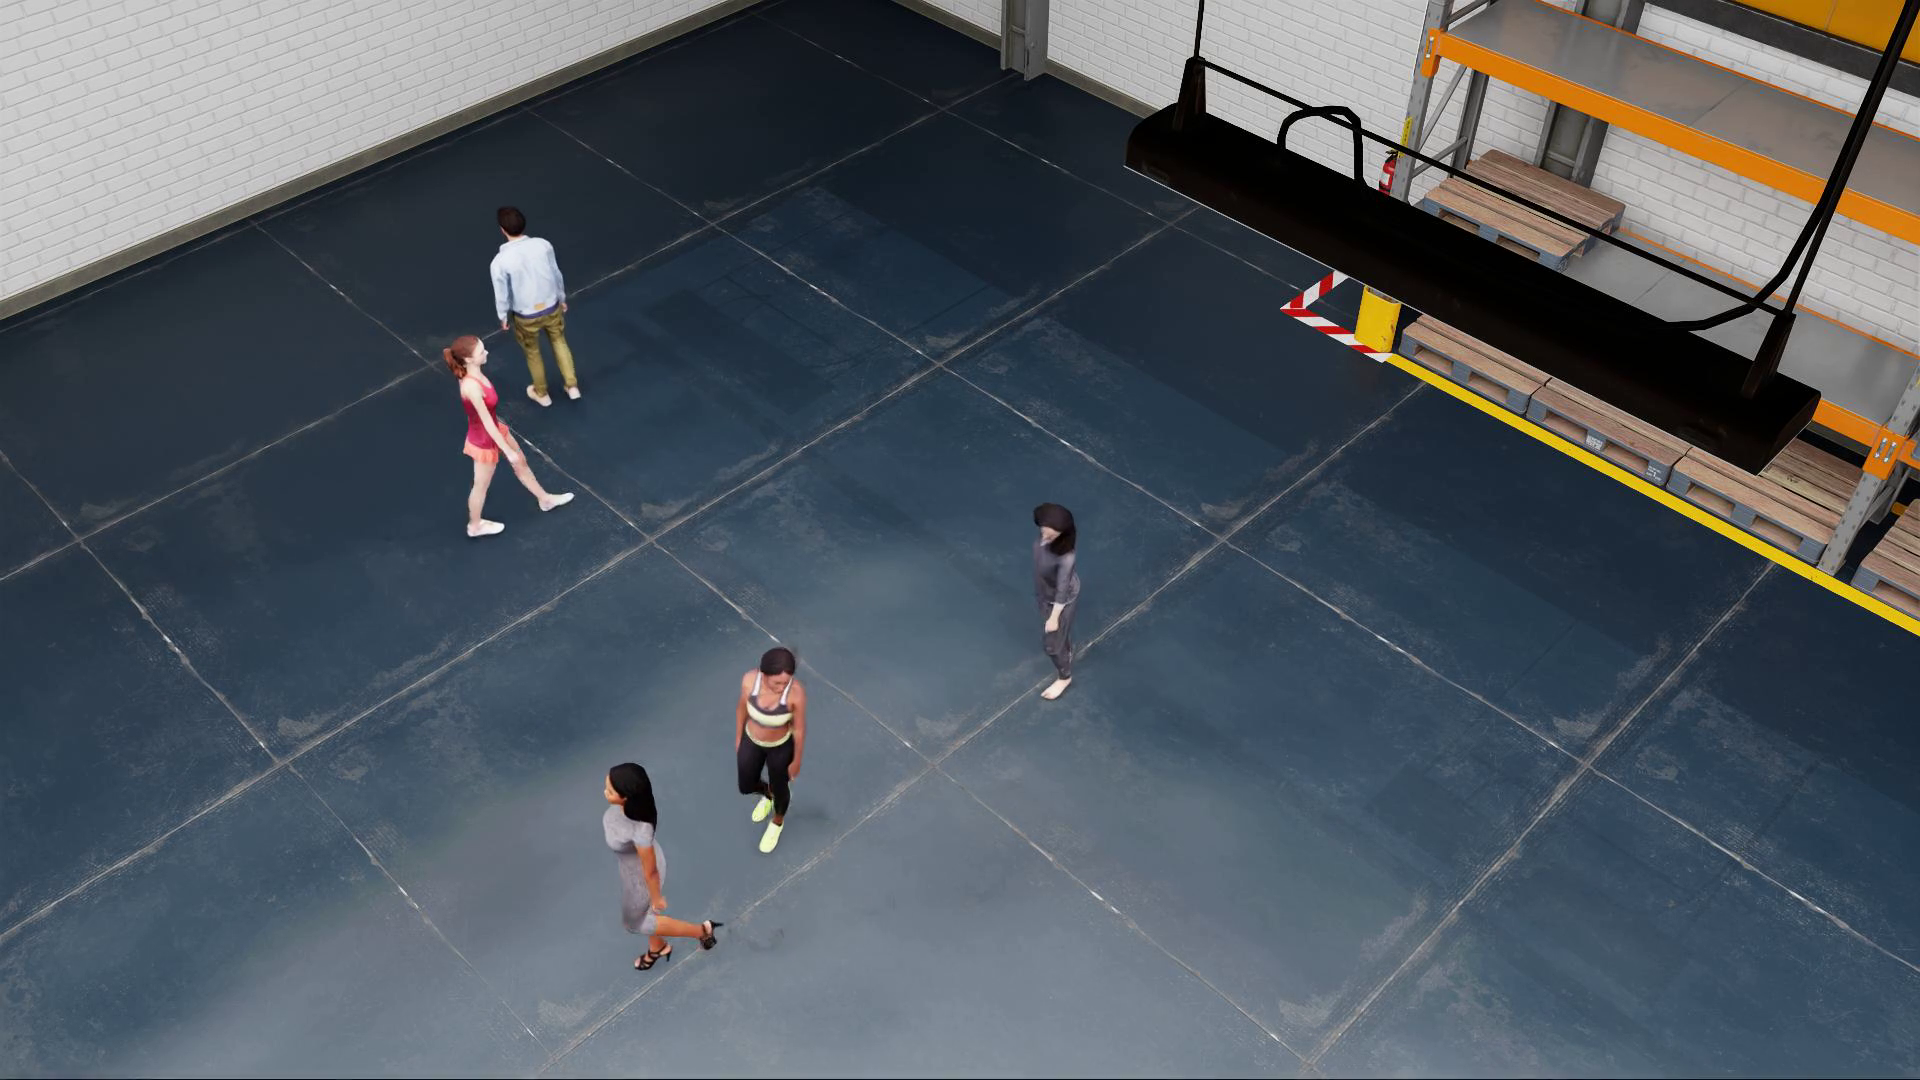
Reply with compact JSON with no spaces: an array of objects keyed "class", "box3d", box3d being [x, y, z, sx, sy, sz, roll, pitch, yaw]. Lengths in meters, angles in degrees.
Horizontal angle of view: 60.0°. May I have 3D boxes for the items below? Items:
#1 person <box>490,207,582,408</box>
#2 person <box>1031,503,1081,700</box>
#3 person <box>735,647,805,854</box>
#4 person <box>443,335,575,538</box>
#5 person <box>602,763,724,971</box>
[{"class":"person","box3d":[-3.270,-1.770,12.874,0.743,1.808,0.705,-27,50,-26]},{"class":"person","box3d":[0.652,0.331,10.732,0.938,1.721,0.805,1,44,1]},{"class":"person","box3d":[-1.085,1.182,9.828,0.727,1.736,0.801,20,47,20]},{"class":"person","box3d":[-3.446,-0.696,11.810,0.950,1.720,1.039,-9,44,-10]},{"class":"person","box3d":[-1.661,1.814,9.141,0.837,1.769,0.822,-11,45,-12]}]
